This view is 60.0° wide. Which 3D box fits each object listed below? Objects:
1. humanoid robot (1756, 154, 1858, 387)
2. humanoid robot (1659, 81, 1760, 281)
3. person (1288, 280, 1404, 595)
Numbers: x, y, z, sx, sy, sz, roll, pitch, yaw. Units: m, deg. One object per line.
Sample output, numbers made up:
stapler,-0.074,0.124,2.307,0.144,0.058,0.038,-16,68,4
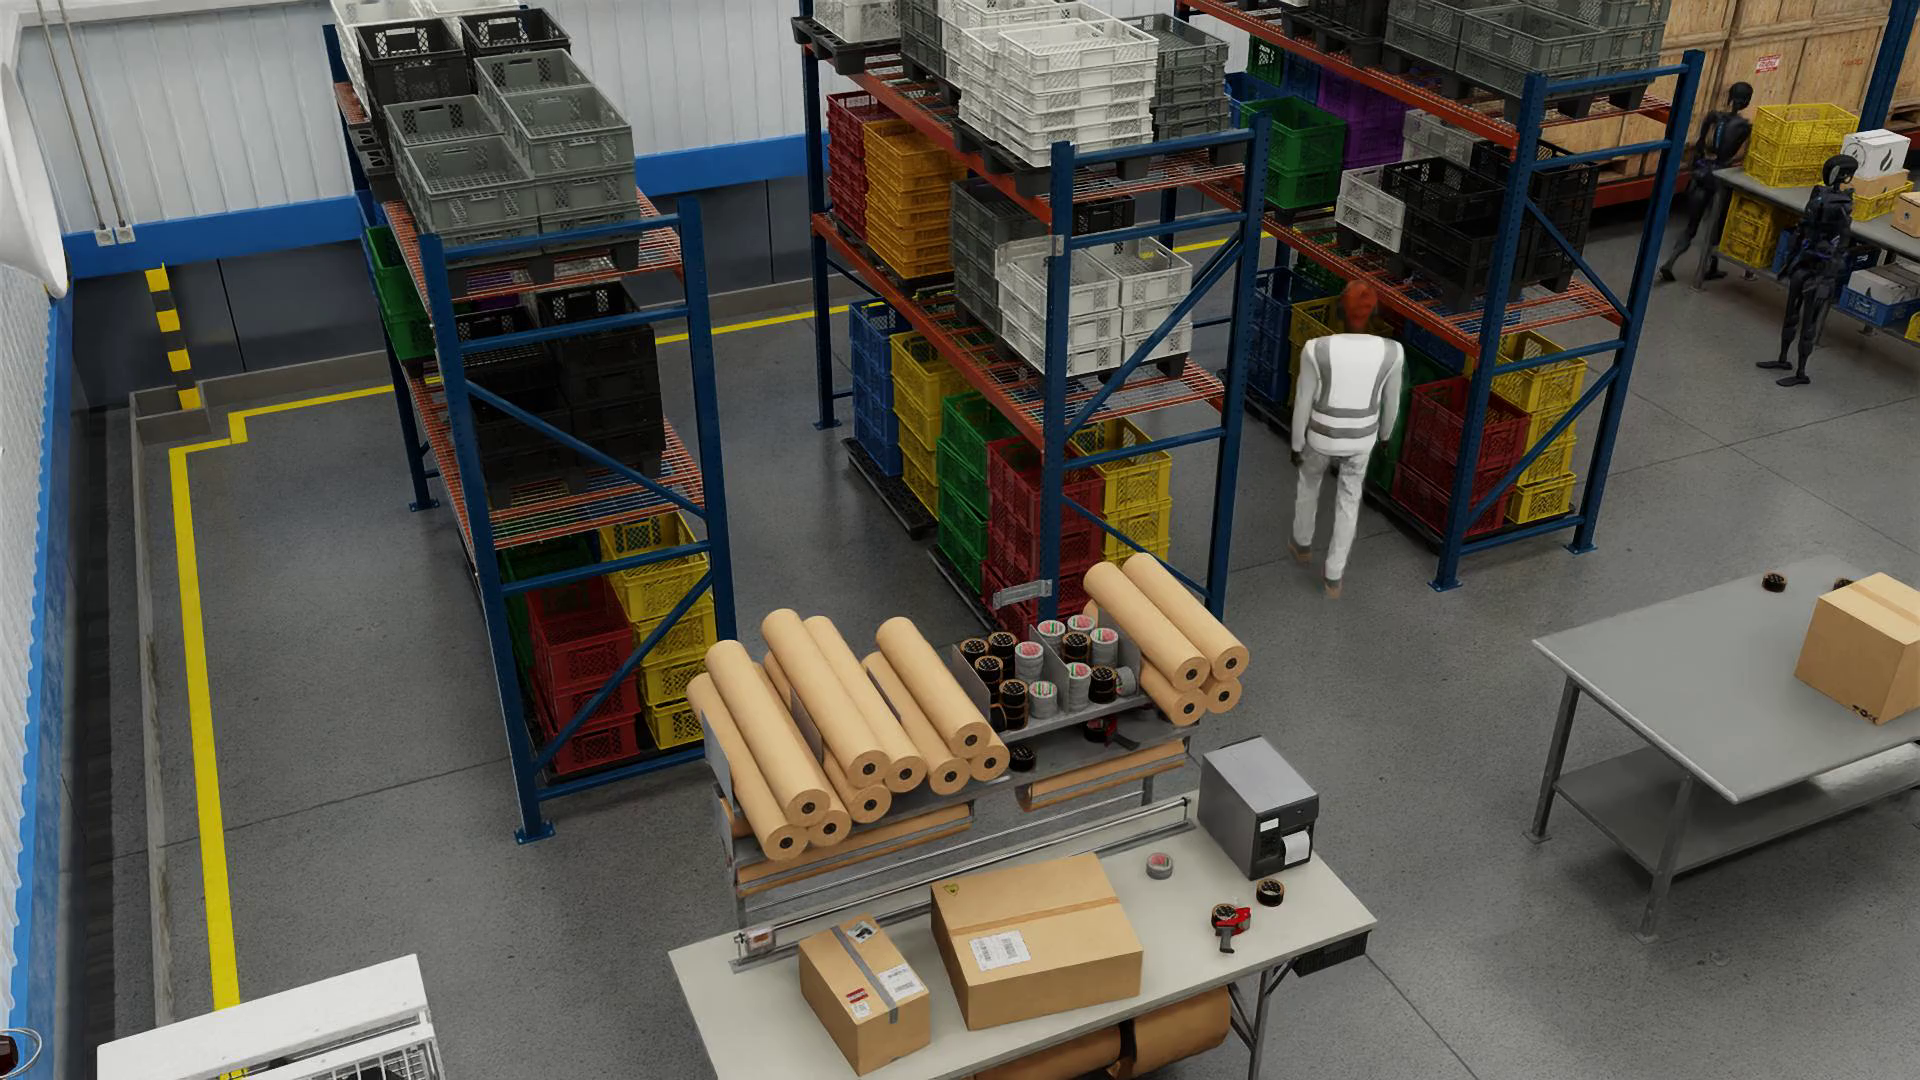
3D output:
humanoid robot,5.993,-1.900,11.700,0.312,1.657,0.608,-2,32,-4
humanoid robot,6.007,-2.836,13.257,0.633,1.642,0.594,-18,36,-27
person,2.166,-0.633,9.481,0.590,1.865,0.741,4,32,6
